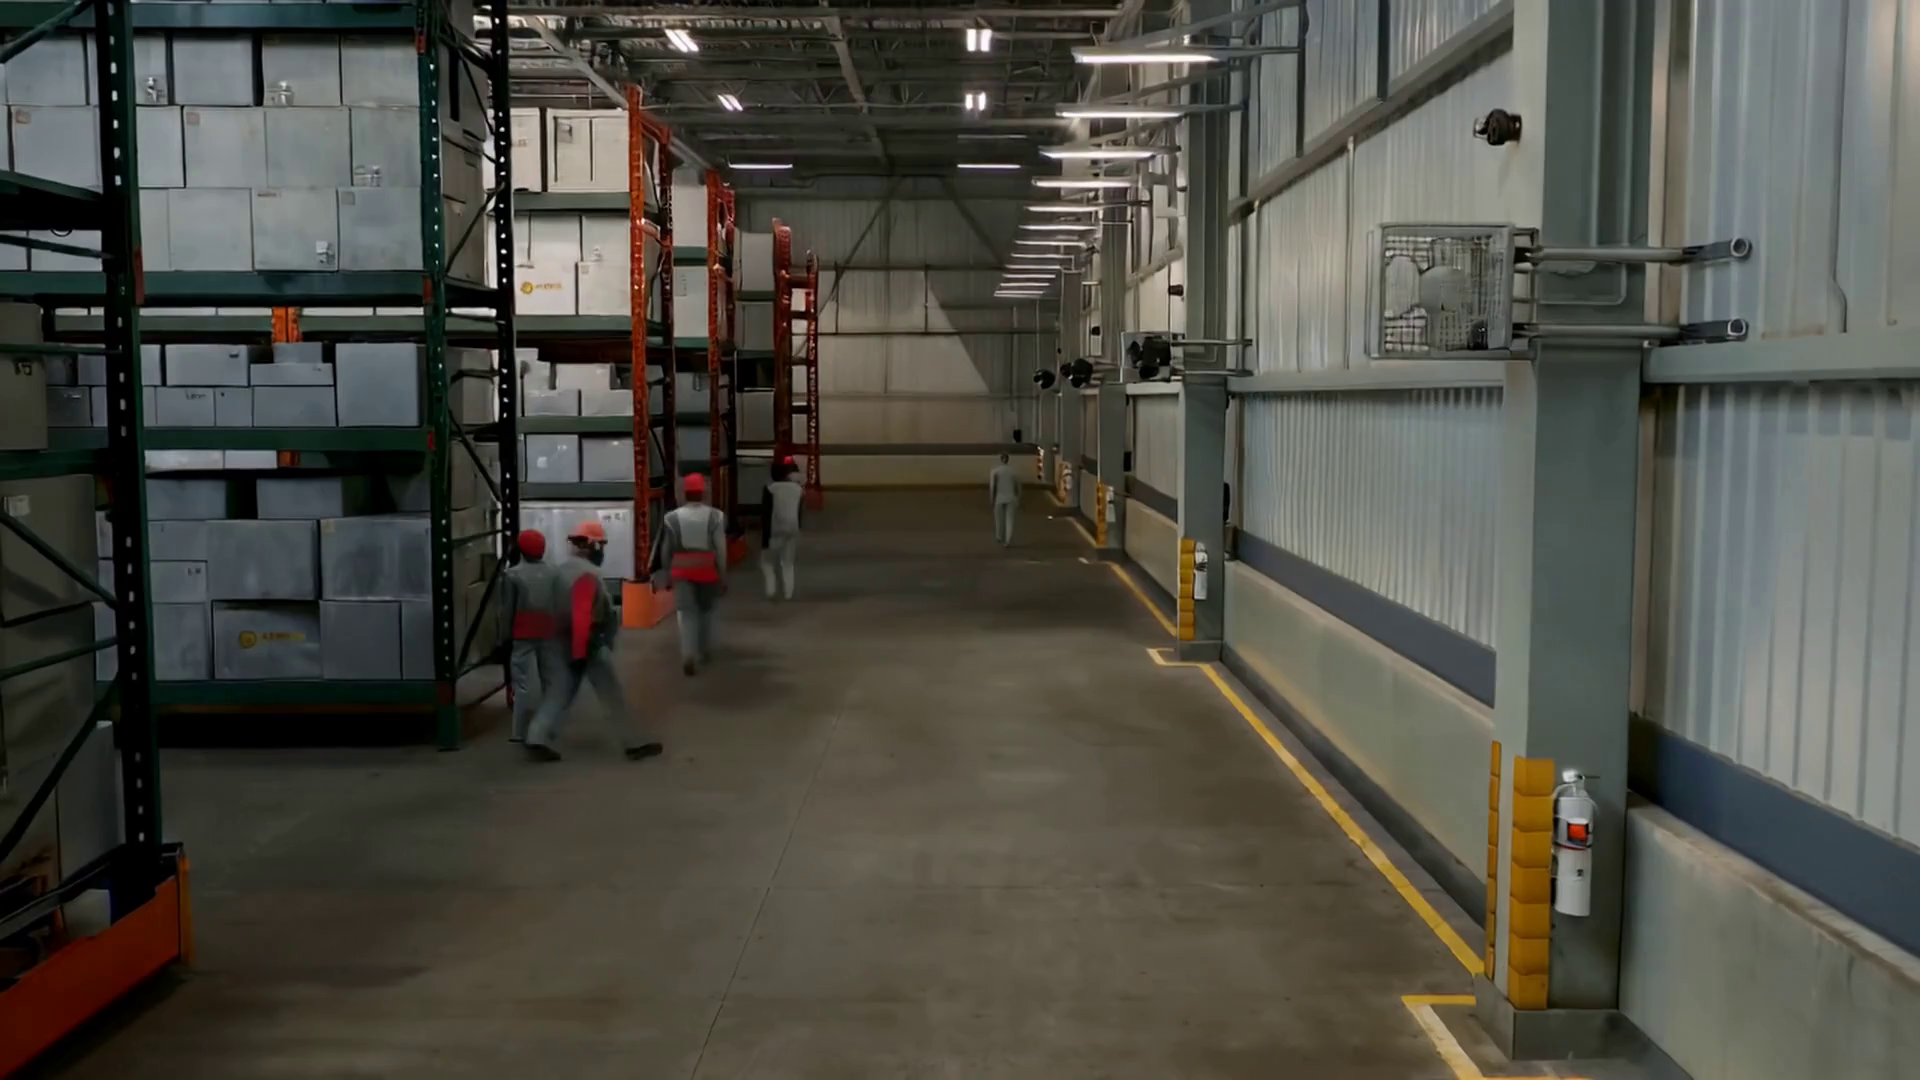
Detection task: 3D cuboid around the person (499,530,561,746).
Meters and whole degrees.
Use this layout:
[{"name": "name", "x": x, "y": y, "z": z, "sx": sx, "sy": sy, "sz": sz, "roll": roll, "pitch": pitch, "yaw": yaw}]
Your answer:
[{"name": "person", "x": -3.218, "y": 0.735, "z": 12.556, "sx": 0.522, "sy": 1.631, "sz": 0.314, "roll": -4, "pitch": 6, "yaw": -41}]

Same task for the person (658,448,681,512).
[{"name": "person", "x": -4.431, "y": -0.460, "z": 24.933, "sx": 0.916, "sy": 1.909, "sz": 0.638, "roll": -1, "pitch": 5, "yaw": -7}]

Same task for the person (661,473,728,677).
[{"name": "person", "x": -2.531, "y": 0.313, "z": 15.905, "sx": 0.641, "sy": 1.893, "sz": 0.980, "roll": 0, "pitch": 5, "yaw": -4}]

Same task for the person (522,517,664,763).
[{"name": "person", "x": -2.685, "y": 0.718, "z": 11.938, "sx": 0.959, "sy": 1.775, "sz": 0.589, "roll": -3, "pitch": 6, "yaw": -27}]

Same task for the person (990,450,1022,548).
[{"name": "person", "x": 0.794, "y": -0.707, "z": 28.948, "sx": 0.563, "sy": 1.707, "sz": 0.911, "roll": 0, "pitch": 5, "yaw": -1}]

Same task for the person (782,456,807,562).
[{"name": "person", "x": -2.655, "y": -0.466, "z": 26.119, "sx": 0.487, "sy": 1.708, "sz": 0.688, "roll": 0, "pitch": 5, "yaw": 1}]

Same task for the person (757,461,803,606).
[{"name": "person", "x": -2.316, "y": -0.079, "z": 20.949, "sx": 0.610, "sy": 1.816, "sz": 0.651, "roll": 5, "pitch": 7, "yaw": 44}]
